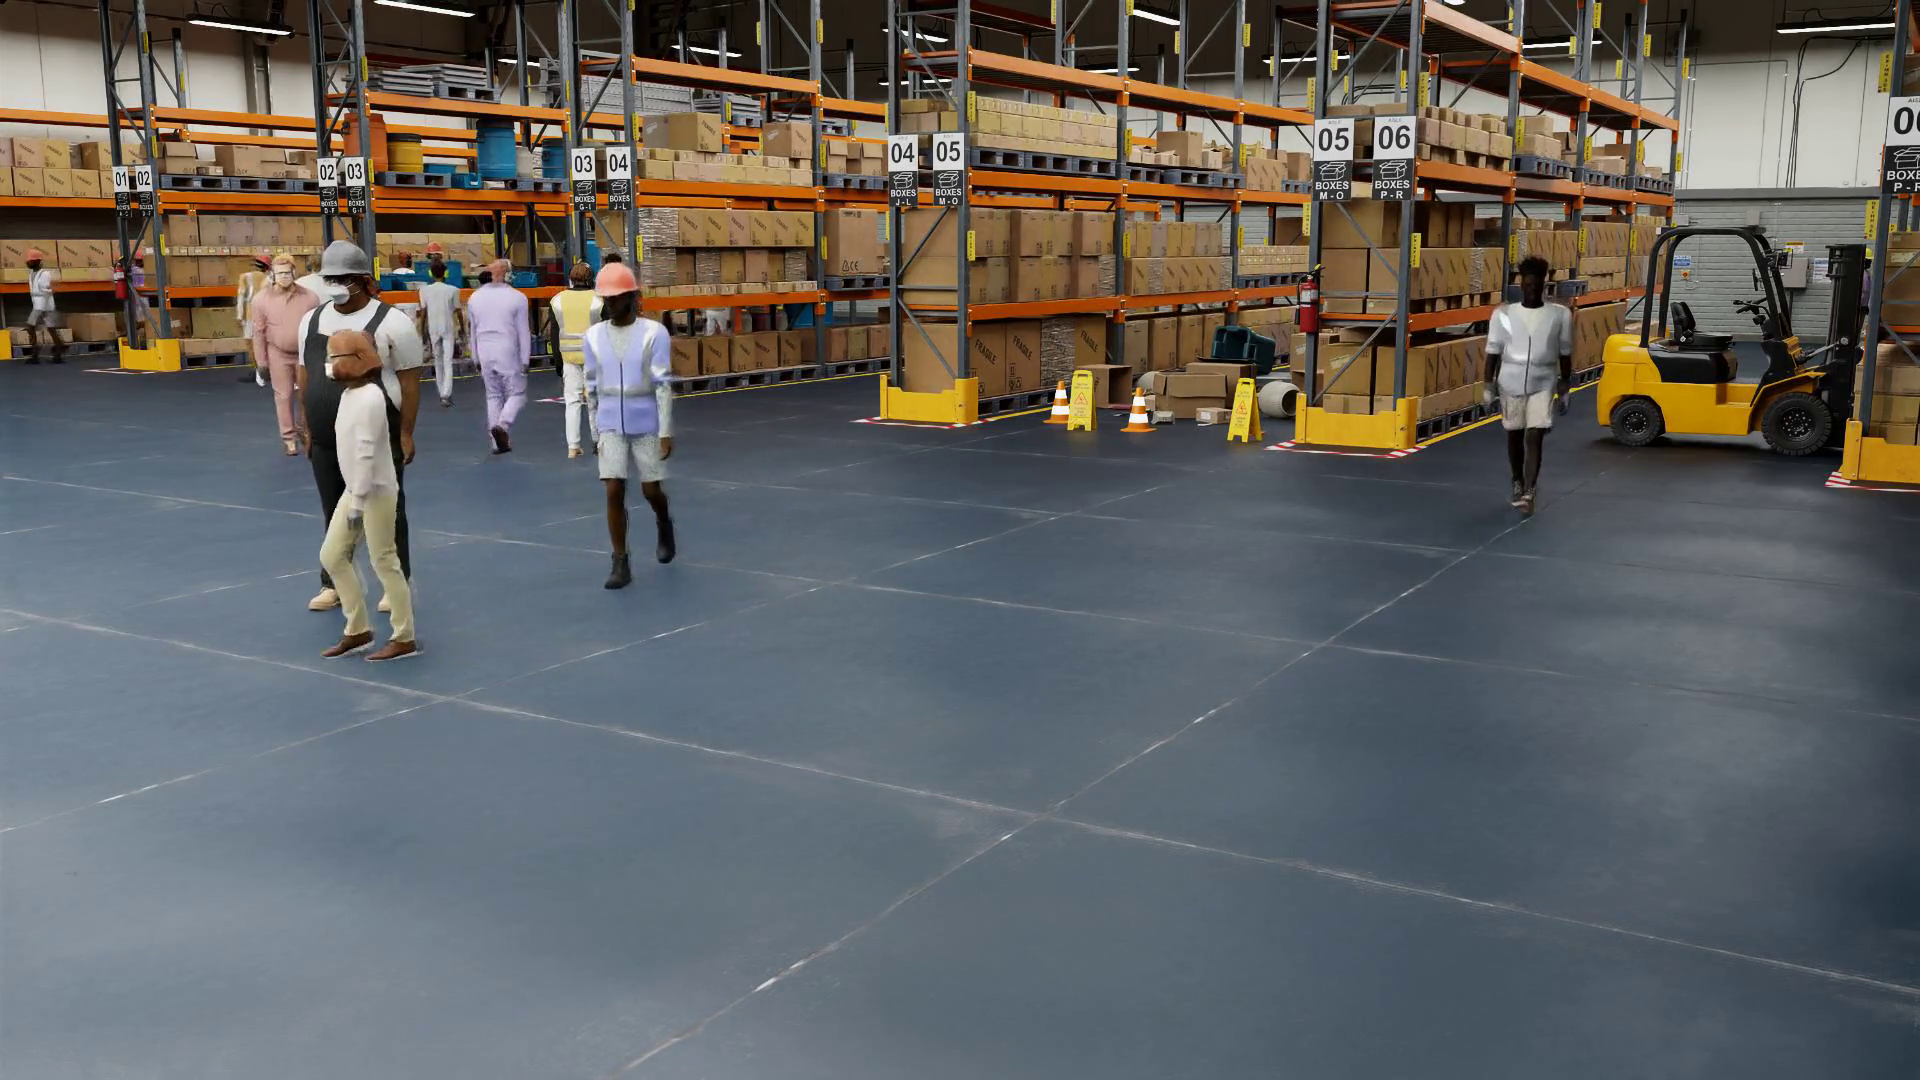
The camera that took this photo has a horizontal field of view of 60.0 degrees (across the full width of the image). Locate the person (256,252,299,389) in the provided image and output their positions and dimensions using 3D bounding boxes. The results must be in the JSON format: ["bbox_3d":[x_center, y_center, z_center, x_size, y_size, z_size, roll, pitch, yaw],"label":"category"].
[{"bbox_3d":[-9.443,-3.030,23.061,0.613,1.901,0.612,5,11,26],"label":"person"}]

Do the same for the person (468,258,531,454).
[{"bbox_3d":[-4.389,-1.731,15.841,0.664,1.887,0.539,2,10,13],"label":"person"}]

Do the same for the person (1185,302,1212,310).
[{"bbox_3d":[4.509,-4.544,31.866,0.627,1.796,0.976,9,14,42],"label":"person"}]

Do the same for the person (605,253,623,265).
[{"bbox_3d":[-4.370,-2.615,20.747,0.480,1.898,0.641,-1,10,-6],"label":"person"}]

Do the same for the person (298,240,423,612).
[{"bbox_3d":[-3.316,-0.612,9.117,0.682,2.000,0.536,1,10,7],"label":"person"}]

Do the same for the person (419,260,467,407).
[{"bbox_3d":[-6.470,-2.571,20.790,0.541,1.824,0.959,-1,10,-5],"label":"person"}]

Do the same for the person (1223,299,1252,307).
[{"bbox_3d":[5.455,-4.688,32.547,0.629,1.825,0.626,7,12,35],"label":"person"}]

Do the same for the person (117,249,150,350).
[{"bbox_3d":[-14.822,-4.267,29.932,0.554,1.917,0.611,7,12,34],"label":"person"}]

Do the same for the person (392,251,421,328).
[{"bbox_3d":[-9.386,-3.949,28.246,0.587,1.882,0.341,6,12,30],"label":"person"}]

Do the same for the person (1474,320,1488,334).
[{"bbox_3d":[9.649,-4.471,30.913,0.660,1.968,0.762,6,12,30],"label":"person"}]

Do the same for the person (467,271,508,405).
[{"bbox_3d":[-5.924,-2.551,20.973,0.548,1.673,0.569,-3,10,-14],"label":"person"}]

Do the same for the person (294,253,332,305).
[{"bbox_3d":[-7.683,-2.479,19.964,0.638,1.902,0.856,-5,11,-26],"label":"person"}]

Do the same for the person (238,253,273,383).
[{"bbox_3d":[-10.309,-3.238,24.302,0.373,1.889,0.708,9,14,43],"label":"person"}]

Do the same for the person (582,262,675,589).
[{"bbox_3d":[-1.953,-0.695,9.941,0.550,1.915,0.697,1,10,5],"label":"person"}]

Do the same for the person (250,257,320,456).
[{"bbox_3d":[-6.374,-1.736,15.841,0.666,1.886,0.456,-6,12,-31],"label":"person"}]

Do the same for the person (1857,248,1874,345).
[{"bbox_3d":[15.912,-4.175,29.394,0.593,1.926,0.366,-8,13,-38],"label":"person"}]

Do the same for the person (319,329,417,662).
[{"bbox_3d":[-2.895,-0.192,7.972,0.549,1.614,0.508,-7,13,-36],"label":"person"}]

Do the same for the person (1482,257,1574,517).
[{"bbox_3d":[4.258,-1.153,12.495,0.623,1.910,1.029,4,11,22],"label":"person"}]

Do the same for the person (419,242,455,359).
[{"bbox_3d":[-8.404,-3.759,26.736,0.609,2.044,0.394,-10,14,-44],"label":"person"}]

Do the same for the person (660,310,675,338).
[{"bbox_3d":[-5.788,-4.718,32.215,0.611,1.995,1.001,5,11,26],"label":"person"}]

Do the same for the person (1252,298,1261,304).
[{"bbox_3d":[5.858,-4.865,33.598,0.534,1.811,1.019,5,11,28],"label":"person"}]

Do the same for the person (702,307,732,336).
[{"bbox_3d":[-3.786,-3.481,25.707,0.583,1.857,0.839,5,11,25],"label":"person"}]

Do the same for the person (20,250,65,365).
[{"bbox_3d":[-15.346,-3.853,27.654,0.568,1.909,0.771,6,12,30],"label":"person"}]

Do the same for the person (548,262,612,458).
[{"bbox_3d":[-3.528,-1.687,15.694,0.633,1.842,0.429,1,10,7],"label":"person"}]
